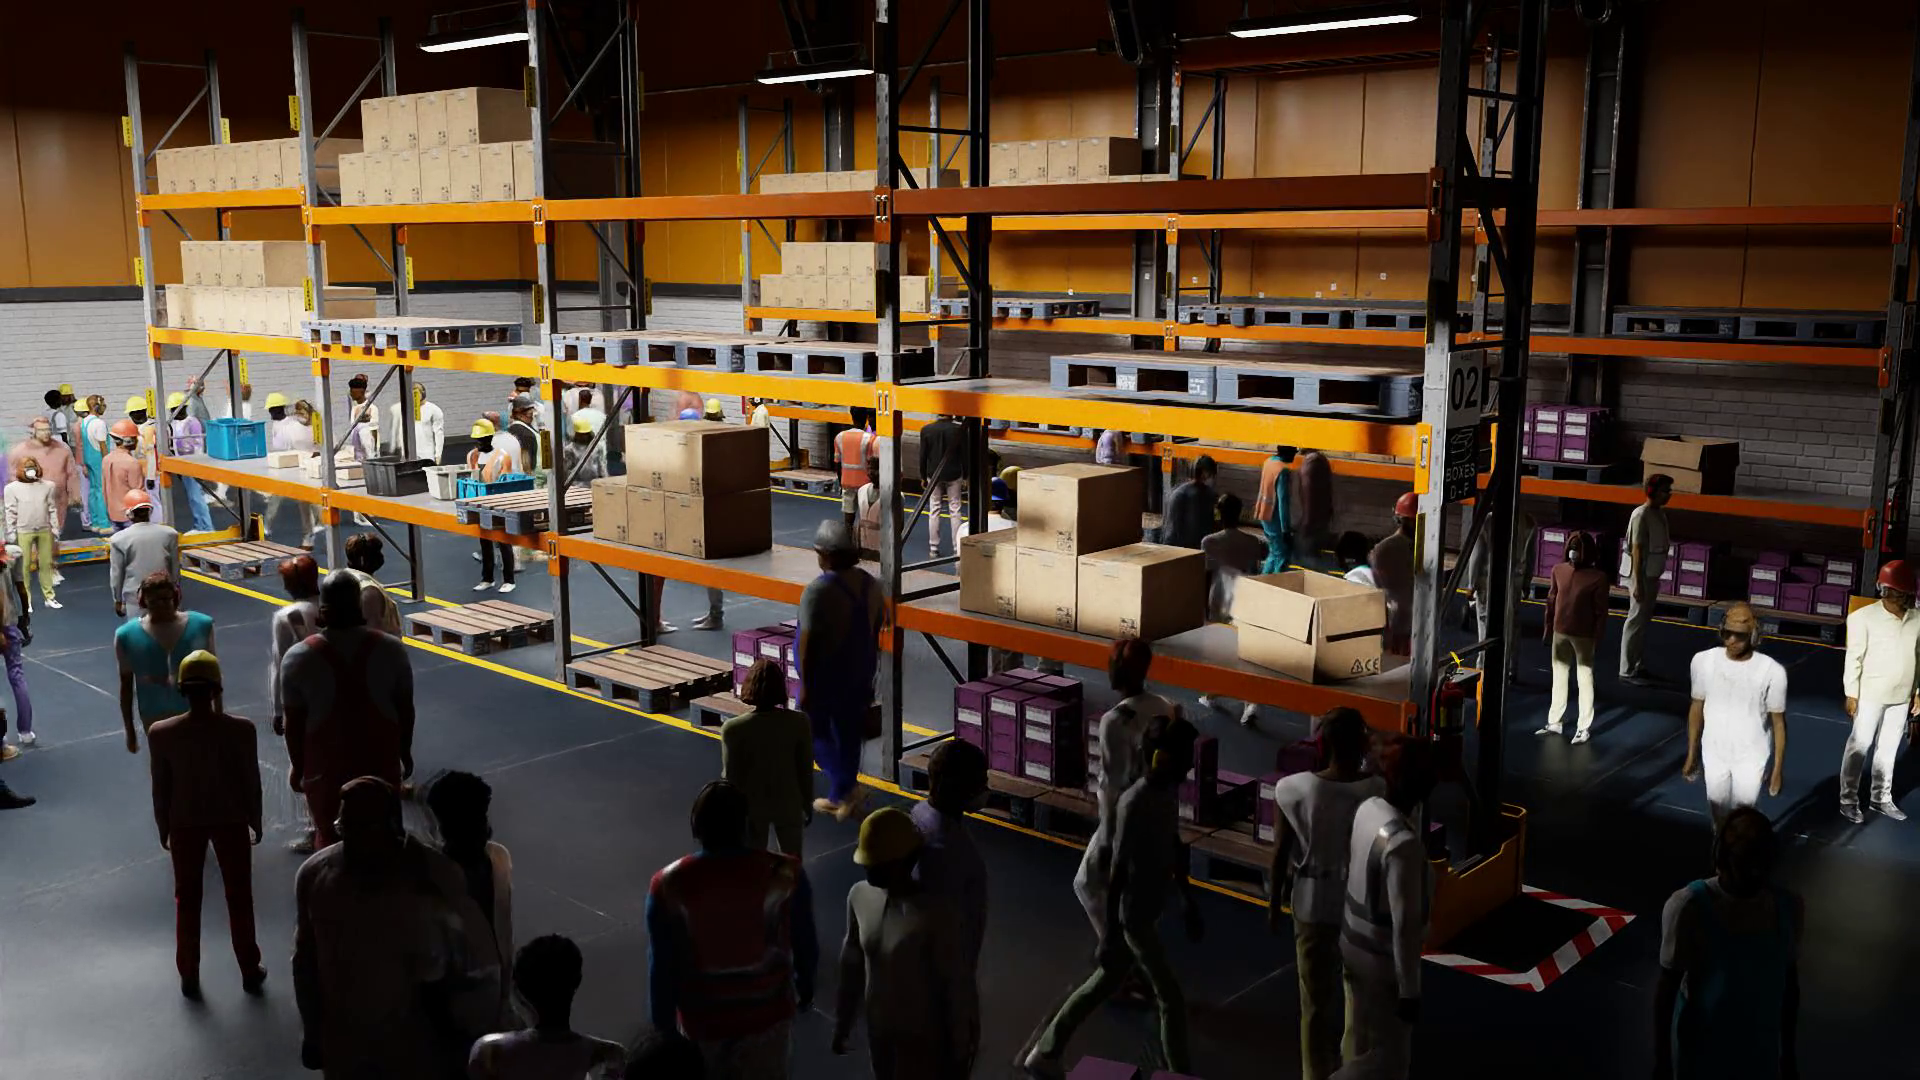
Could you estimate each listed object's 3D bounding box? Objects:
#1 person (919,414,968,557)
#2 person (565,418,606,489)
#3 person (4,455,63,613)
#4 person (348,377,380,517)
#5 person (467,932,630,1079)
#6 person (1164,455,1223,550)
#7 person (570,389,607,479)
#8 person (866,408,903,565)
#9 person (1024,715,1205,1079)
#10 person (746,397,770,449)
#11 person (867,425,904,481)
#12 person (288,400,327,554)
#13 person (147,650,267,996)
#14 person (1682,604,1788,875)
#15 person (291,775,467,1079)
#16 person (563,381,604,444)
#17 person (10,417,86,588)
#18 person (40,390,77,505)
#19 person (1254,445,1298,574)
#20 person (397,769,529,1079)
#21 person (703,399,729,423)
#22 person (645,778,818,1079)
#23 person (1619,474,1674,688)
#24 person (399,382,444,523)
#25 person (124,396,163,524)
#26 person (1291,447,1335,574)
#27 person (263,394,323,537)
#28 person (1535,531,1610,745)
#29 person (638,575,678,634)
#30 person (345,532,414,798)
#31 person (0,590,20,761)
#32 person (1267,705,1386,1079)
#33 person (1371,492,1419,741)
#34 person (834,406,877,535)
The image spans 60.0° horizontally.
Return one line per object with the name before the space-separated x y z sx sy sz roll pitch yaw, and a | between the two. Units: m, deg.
person | -0.187 -0.774 20.209 0.613 1.991 0.391 1 10 8
person | -4.649 -0.684 20.568 0.495 1.691 0.677 -5 11 -28
person | -9.595 -0.069 17.233 0.283 1.633 0.500 8 13 38
person | -8.333 -1.301 23.301 0.376 1.959 0.607 -10 14 -44
person | -1.262 2.060 5.086 0.533 1.670 0.727 0 10 -1
person | 2.204 0.181 15.092 1.008 1.886 0.637 10 14 44
person | -5.006 -1.107 22.538 1.061 1.833 0.597 10 14 44
person | -0.903 -0.631 19.539 0.416 1.949 0.599 3 10 14
person | 0.742 1.616 7.239 0.995 1.815 0.534 4 11 20
person | -2.954 -1.386 24.387 0.350 1.739 0.574 -1 10 -8
person | -0.925 -0.913 21.202 0.387 1.923 0.548 9 13 40
person | -7.964 -0.766 20.387 0.643 1.920 0.459 4 11 23
person | -3.807 1.426 8.442 0.523 1.759 0.350 -2 10 -12
person | 4.379 1.231 9.400 0.524 1.809 0.507 -9 14 -43
person | -2.097 1.774 6.040 0.644 1.907 0.399 0 10 1
person | -5.495 -1.570 24.567 0.687 2.000 0.535 4 11 22
person | -10.123 -0.428 18.554 0.797 1.877 0.654 7 12 35
person | -13.160 -1.341 24.249 0.535 1.697 0.318 6 12 30
person | 3.272 -0.186 17.161 0.444 1.900 0.621 -1 10 -5
person | -1.872 1.754 6.208 0.937 1.915 0.613 4 11 24
person | -3.296 -1.038 22.427 0.488 1.733 0.331 -2 10 -10
person | -0.856 1.780 6.338 0.626 1.798 0.935 -1 10 -4
person | 5.909 0.333 14.370 0.374 1.840 0.571 7 12 36
person | -7.335 -1.180 22.654 0.635 1.939 0.366 2 10 12
person | -10.195 -0.849 20.850 0.402 1.917 0.592 -7 12 -34
person | 3.689 -0.205 17.224 0.533 1.905 0.666 6 12 30
person | -8.799 -0.959 21.601 0.607 1.867 1.005 8 13 40
person | 4.679 0.735 12.680 0.283 1.636 0.500 -8 13 -39
person | -2.998 -0.025 16.222 0.402 1.908 0.598 -6 12 -31
person | -4.038 0.857 11.410 0.429 1.844 0.626 -8 13 -37
person | -7.278 0.631 12.121 0.688 2.000 0.536 -1 10 -3
person | 1.622 1.611 7.204 0.567 1.815 0.582 1 10 8
person | 3.300 0.620 12.355 0.621 1.986 0.409 -6 12 -29
person | -1.186 -0.655 19.605 0.607 1.966 0.367 5 11 28
